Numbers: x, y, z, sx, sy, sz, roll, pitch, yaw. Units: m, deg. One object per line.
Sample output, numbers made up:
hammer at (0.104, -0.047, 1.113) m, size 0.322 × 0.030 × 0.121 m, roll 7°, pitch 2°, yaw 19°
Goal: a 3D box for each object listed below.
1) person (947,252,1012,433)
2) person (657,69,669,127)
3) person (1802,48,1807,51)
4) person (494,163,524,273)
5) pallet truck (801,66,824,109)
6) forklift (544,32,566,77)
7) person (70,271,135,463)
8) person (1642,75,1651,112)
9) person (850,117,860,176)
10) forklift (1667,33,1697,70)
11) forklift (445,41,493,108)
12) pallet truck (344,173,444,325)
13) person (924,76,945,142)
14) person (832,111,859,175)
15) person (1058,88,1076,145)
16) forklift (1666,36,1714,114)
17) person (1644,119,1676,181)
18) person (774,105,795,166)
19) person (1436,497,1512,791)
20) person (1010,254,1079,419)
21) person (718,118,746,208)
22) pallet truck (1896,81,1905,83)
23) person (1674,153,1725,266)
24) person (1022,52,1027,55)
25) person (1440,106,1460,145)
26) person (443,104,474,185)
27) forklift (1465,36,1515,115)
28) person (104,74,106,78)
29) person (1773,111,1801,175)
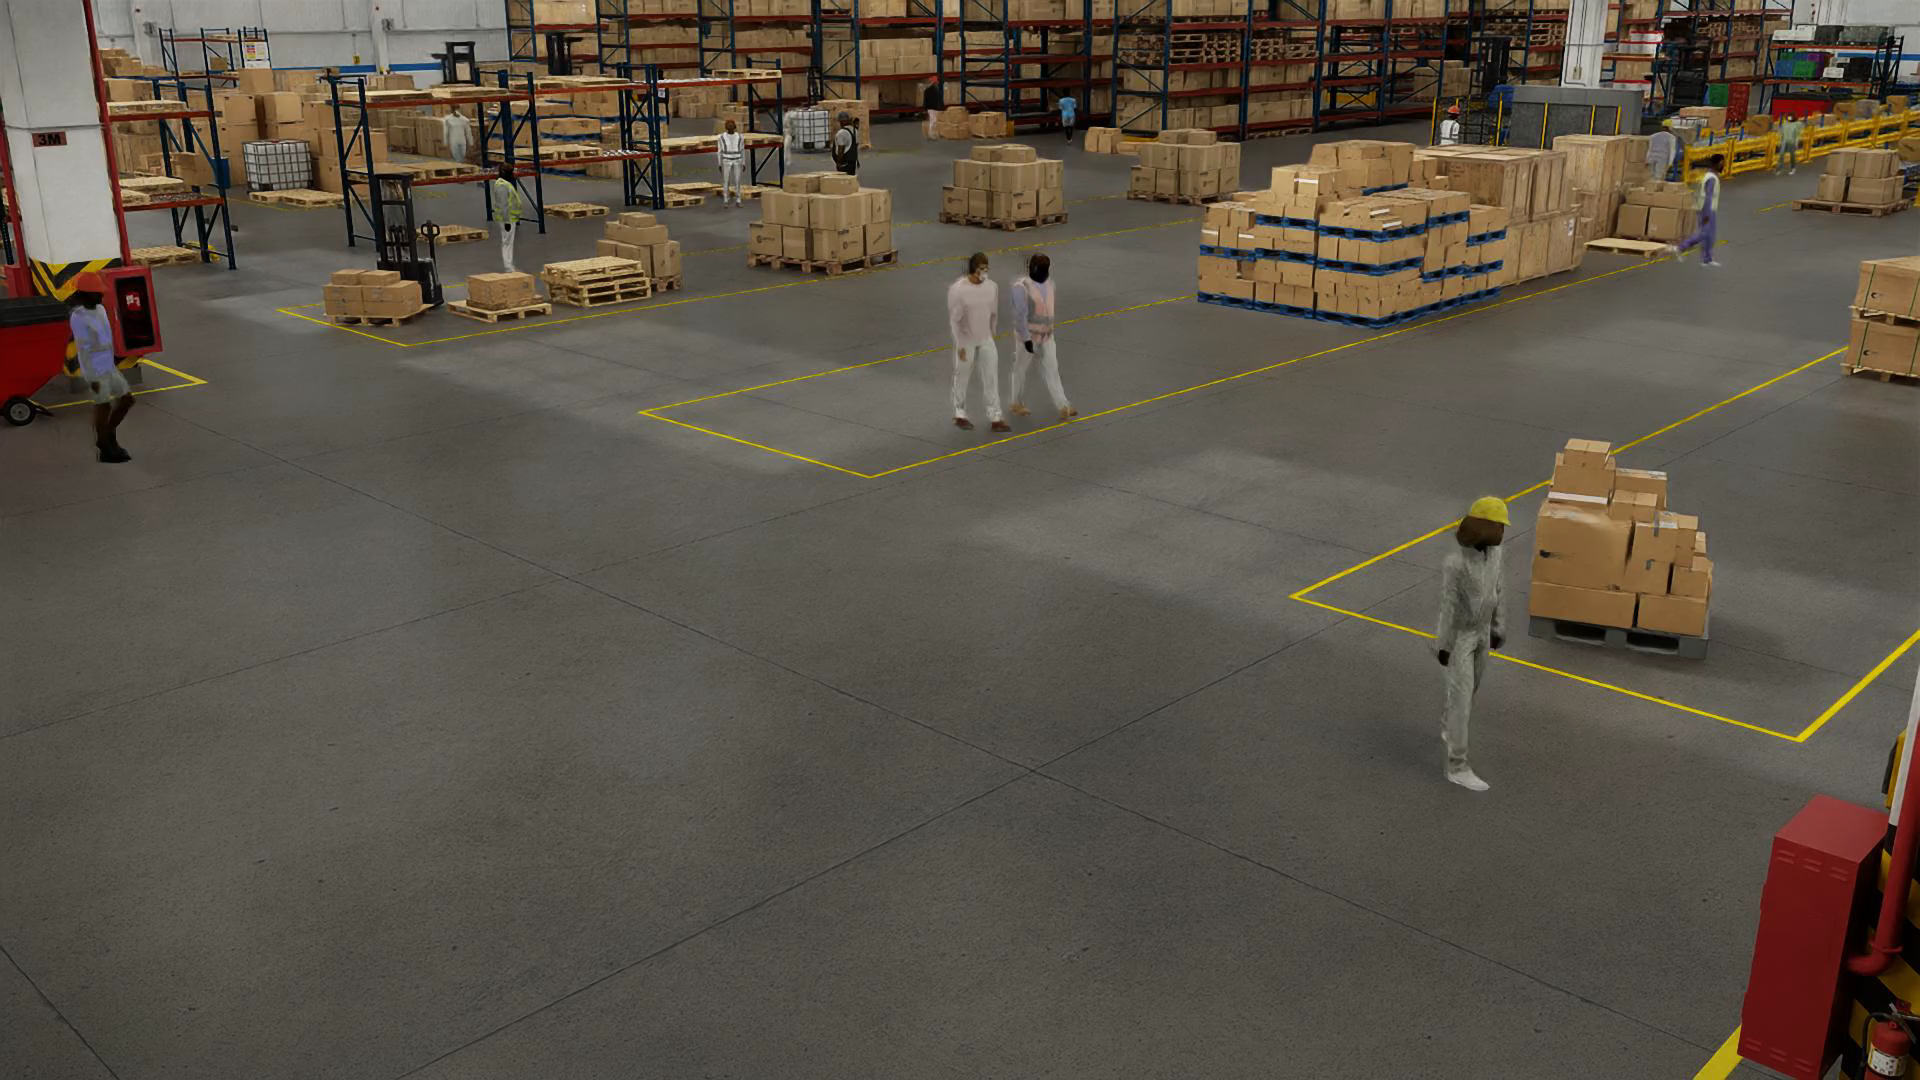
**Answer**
person at (0.208, -2.045, 17.468) m, size 0.631 × 1.907 × 0.889 m, roll -10°, pitch 21°, yaw -28°
person at (-10.102, -15.014, 56.538) m, size 0.588 × 1.911 × 0.396 m, roll 13°, pitch 22°, yaw 33°
person at (41.740, -23.473, 82.303) m, size 0.545 × 1.737 × 0.516 m, roll 9°, pitch 21°, yaw 26°
person at (-7.359, -5.221, 27.141) m, size 0.430 × 1.841 × 0.623 m, roll -3°, pitch 19°, yaw -10°
pallet truck at (-4.812, -15.182, 56.903) m, size 0.823 × 1.965 × 1.885 m, roll -9°, pitch 21°, yaw -26°
forklift at (-16.496, -19.296, 67.919) m, size 1.129 × 2.768 × 1.873 m, roll 17°, pitch 25°, yaw 41°
person at (-8.437, -1.690, 16.373) m, size 0.410 × 1.917 × 0.565 m, roll 0°, pitch 18°, yaw 1°
person at (23.543, -15.115, 57.208) m, size 0.789 × 1.659 × 0.544 m, roll 7°, pitch 20°, yaw 21°
person at (-2.319, -8.280, 36.315) m, size 0.329 × 1.868 × 0.512 m, roll 4°, pitch 19°, yaw 13°
forklift at (28.545, -18.664, 66.014) m, size 1.129 × 2.768 × 1.873 m, roll 17°, pitch 25°, yaw 41°
forklift at (-16.757, -15.402, 56.186) m, size 1.873 × 2.768 × 1.129 m, roll 17°, pitch 25°, yaw 41°
pallet truck at (-8.209, -4.181, 23.757) m, size 0.823 × 1.965 × 1.885 m, roll 3°, pitch 19°, yaw 9°
person at (-0.764, -13.251, 51.154) m, size 0.737 × 1.957 × 0.606 m, roll 16°, pitch 24°, yaw 39°
person at (-2.497, -8.197, 35.790) m, size 0.538 × 2.000 × 0.681 m, roll 9°, pitch 21°, yaw 26°
person at (3.205, -12.776, 50.163) m, size 0.538 × 1.659 × 0.803 m, roll -5°, pitch 19°, yaw -16°
forklift at (27.341, -17.291, 61.877) m, size 1.129 × 2.768 × 1.873 m, roll 17°, pitch 25°, yaw 41°
person at (15.496, -8.365, 36.729) m, size 0.775 × 1.778 × 0.617 m, roll -11°, pitch 21°, yaw -30°
person at (-4.675, -10.695, 44.004) m, size 0.541 × 1.587 × 0.849 m, roll 10°, pitch 21°, yaw 27°
person at (3.068, 0.574, 9.923) m, size 0.557 × 1.689 × 0.650 m, roll -13°, pitch 22°, yaw -34°
person at (0.871, -2.190, 18.069) m, size 0.636 × 1.792 × 0.921 m, roll -14°, pitch 23°, yaw -35°
person at (-4.888, -8.066, 35.641) m, size 0.584 × 1.882 × 0.337 m, roll -5°, pitch 19°, yaw -16°
pallet truck at (34.802, -16.331, 61.455) m, size 0.653 × 1.274 × 1.630 m, roll 17°, pitch 25°, yaw 41°
person at (12.615, -5.588, 28.161) m, size 0.692 × 1.899 × 0.594 m, roll 9°, pitch 20°, yaw 24°
person at (3.150, -22.784, 80.137) m, size 0.981 × 1.783 × 0.575 m, roll -5°, pitch 19°, yaw -14°
person at (11.444, -9.162, 38.884) m, size 0.385 × 1.929 × 0.539 m, roll -10°, pitch 21°, yaw -28°
person at (-11.944, -9.463, 39.802) m, size 0.666 × 1.906 × 0.861 m, roll -14°, pitch 23°, yaw -36°
forklift at (19.973, -17.201, 61.605) m, size 1.873 × 2.768 × 1.129 m, roll 16°, pitch 24°, yaw 40°
person at (-27.582, -14.105, 53.794) m, size 0.548 × 1.905 × 0.807 m, roll 9°, pitch 20°, yaw 24°
person at (20.975, -10.039, 42.036) m, size 0.834 × 1.594 × 0.511 m, roll -16°, pitch 24°, yaw -40°
